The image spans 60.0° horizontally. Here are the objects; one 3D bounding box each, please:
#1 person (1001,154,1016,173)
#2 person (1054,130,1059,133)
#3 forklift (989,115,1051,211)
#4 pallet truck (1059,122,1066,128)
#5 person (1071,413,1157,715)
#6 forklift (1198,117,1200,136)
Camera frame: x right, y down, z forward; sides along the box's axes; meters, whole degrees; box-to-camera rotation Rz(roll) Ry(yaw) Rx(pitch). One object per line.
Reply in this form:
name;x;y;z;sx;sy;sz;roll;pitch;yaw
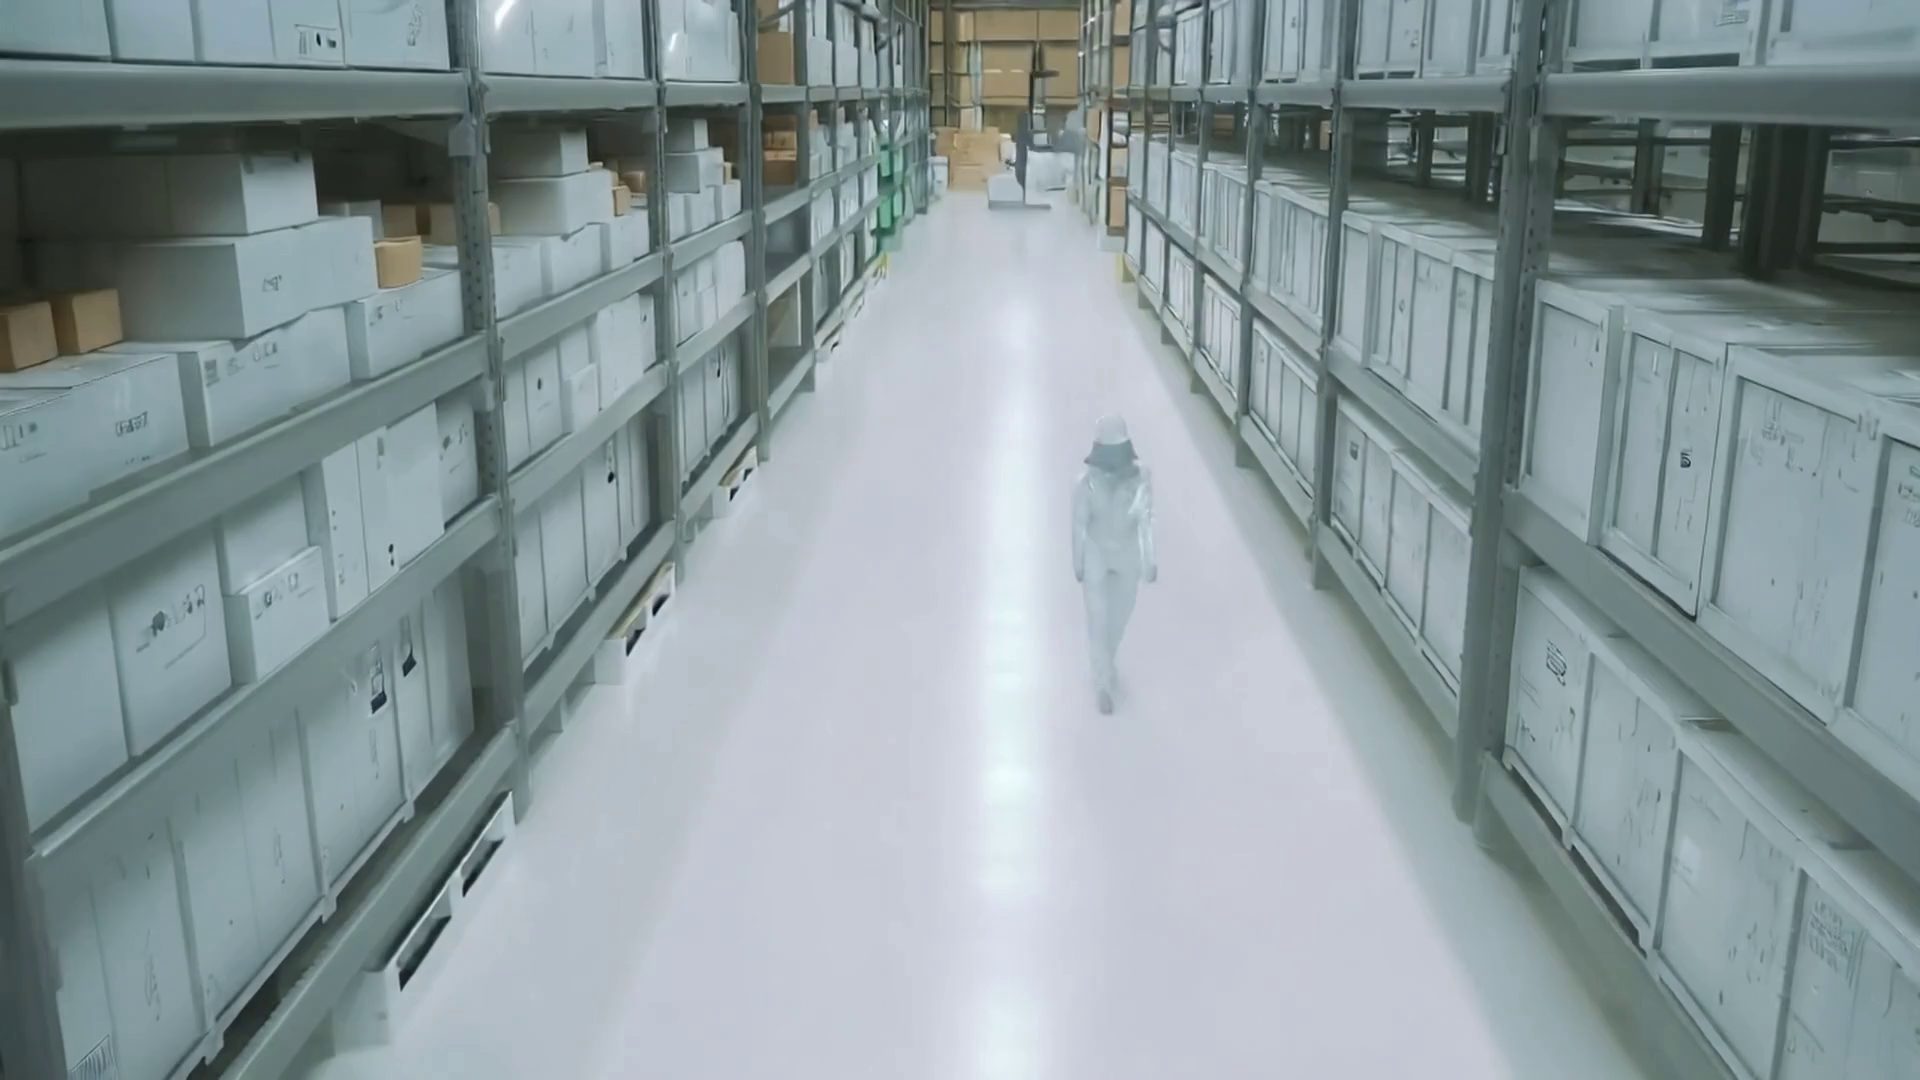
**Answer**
person;1.559;-11.379;52.556;0.520;1.598;0.849;-12;19;-38
person;4.977;-20.405;86.069;0.309;1.637;0.523;5;16;17
forklift;1.804;-11.344;49.999;1.873;2.768;1.129;0;15;2
pallet truck;5.788;-21.111;88.014;1.885;1.965;0.823;5;16;18
person;0.877;0.078;9.722;0.488;1.708;0.842;-2;15;-7
forklift;9.514;-15.535;65.591;1.873;2.768;1.129;0;15;2
